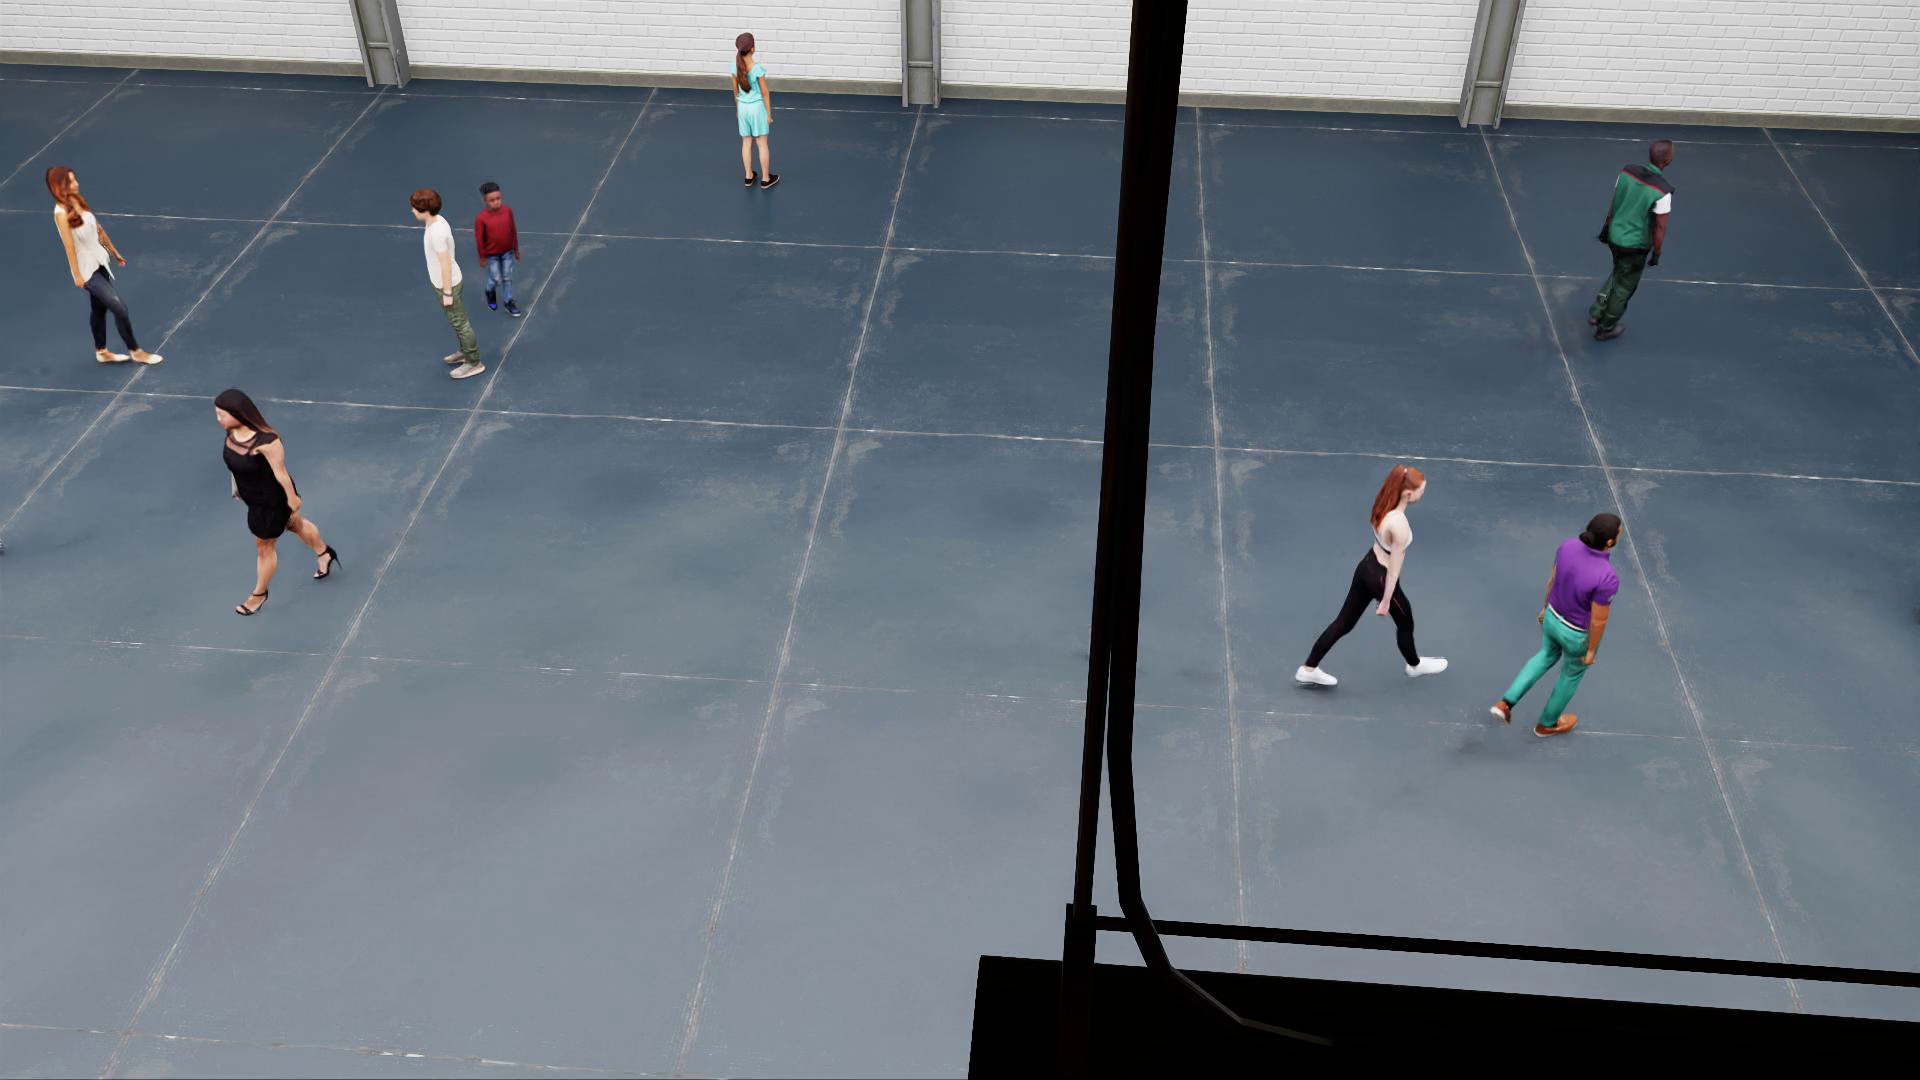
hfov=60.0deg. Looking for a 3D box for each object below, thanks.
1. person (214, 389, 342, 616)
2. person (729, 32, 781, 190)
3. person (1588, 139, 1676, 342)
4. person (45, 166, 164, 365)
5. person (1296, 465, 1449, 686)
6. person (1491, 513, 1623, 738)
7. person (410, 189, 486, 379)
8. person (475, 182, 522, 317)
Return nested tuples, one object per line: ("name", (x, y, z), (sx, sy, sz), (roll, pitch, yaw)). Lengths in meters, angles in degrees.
("person", (-4.596, -0.330, 11.289), (1.082, 1.675, 1.086), (29, 47, 31))
("person", (-2.024, -4.194, 16.222), (0.557, 1.558, 0.662), (13, 40, 15))
("person", (5.519, -2.462, 13.837), (0.884, 1.828, 0.848), (-19, 42, -22))
("person", (-7.175, -2.204, 13.561), (0.837, 1.769, 0.667), (-3, 39, -4))
("person", (2.547, 0.281, 10.514), (1.270, 1.688, 0.767), (-3, 39, -3))
("person", (3.638, 0.558, 10.113), (0.988, 1.756, 0.881), (-17, 42, -21))
("person", (-4.165, -2.094, 13.516), (0.668, 1.653, 0.664), (-14, 41, -16))
("person", (-4.031, -2.537, 14.400), (0.652, 1.243, 0.713), (-24, 45, -27))
